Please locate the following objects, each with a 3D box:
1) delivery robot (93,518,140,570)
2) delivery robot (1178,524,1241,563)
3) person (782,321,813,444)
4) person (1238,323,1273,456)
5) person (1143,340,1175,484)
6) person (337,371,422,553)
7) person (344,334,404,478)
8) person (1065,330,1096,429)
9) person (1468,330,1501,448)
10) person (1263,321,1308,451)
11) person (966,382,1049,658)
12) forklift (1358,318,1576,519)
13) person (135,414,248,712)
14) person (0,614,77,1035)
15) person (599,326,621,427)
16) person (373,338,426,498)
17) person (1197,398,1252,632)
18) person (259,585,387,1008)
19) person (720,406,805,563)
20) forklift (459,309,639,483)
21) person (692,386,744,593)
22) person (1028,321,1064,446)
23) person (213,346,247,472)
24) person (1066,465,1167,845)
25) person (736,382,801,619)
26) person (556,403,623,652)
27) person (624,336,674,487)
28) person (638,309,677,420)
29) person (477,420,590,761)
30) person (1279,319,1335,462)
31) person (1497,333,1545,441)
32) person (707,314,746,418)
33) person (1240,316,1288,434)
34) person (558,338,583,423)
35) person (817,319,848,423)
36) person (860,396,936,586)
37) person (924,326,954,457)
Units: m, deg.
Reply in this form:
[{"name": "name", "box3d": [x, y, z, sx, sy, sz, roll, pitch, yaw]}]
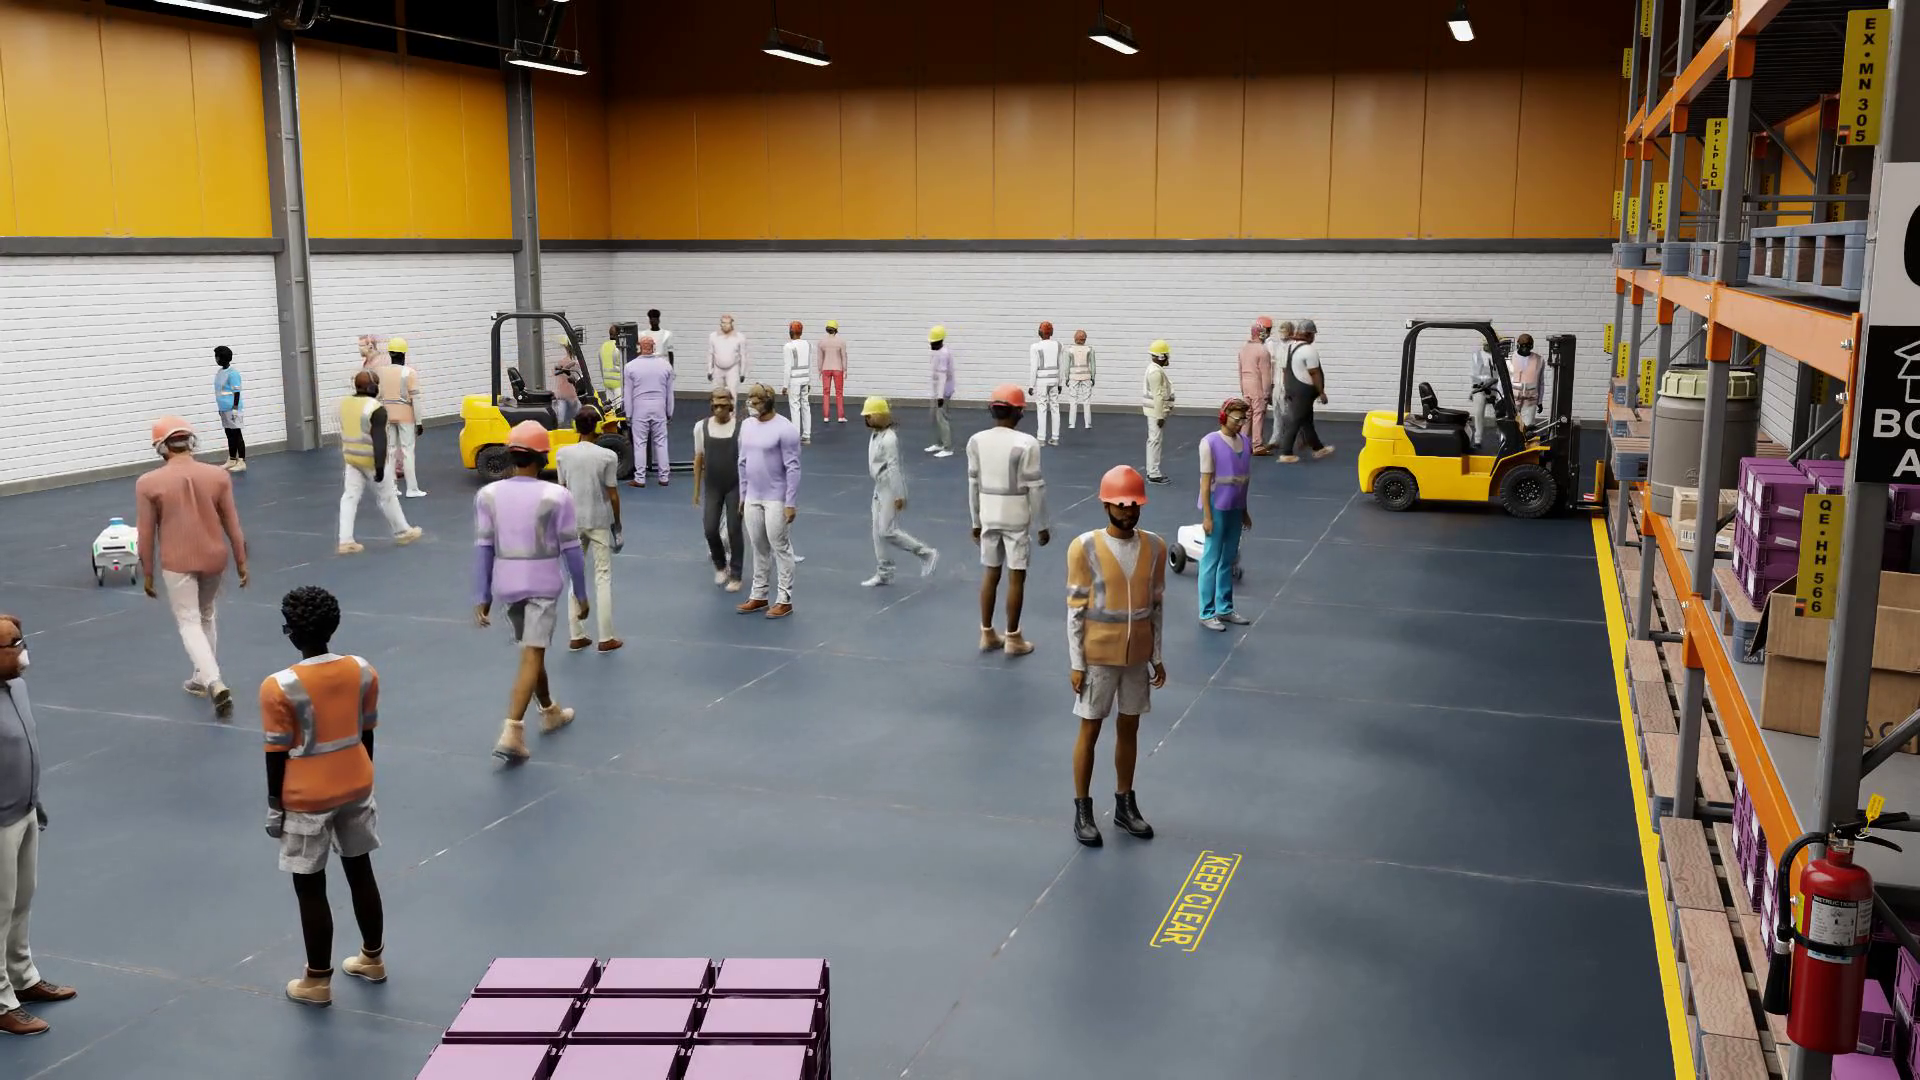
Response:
[{"name": "delivery robot", "box3d": [-7.640, 0.042, 15.103, 0.477, 0.478, 0.707, -4, 11, -20]}, {"name": "delivery robot", "box3d": [2.279, 0.023, 15.211, 0.477, 0.478, 0.707, -3, 11, -17]}, {"name": "person", "box3d": [-2.475, -2.380, 25.270, 0.356, 1.882, 0.574, 8, 13, 38]}, {"name": "person", "box3d": [4.293, -2.167, 24.007, 0.408, 1.905, 0.652, -5, 11, -25]}, {"name": "person", "box3d": [2.527, -1.625, 21.163, 0.404, 1.829, 0.607, 0, 10, 1]}, {"name": "person", "box3d": [-5.849, -0.783, 16.524, 0.636, 1.794, 0.953, 5, 11, 27]}, {"name": "person", "box3d": [-7.636, -1.709, 21.495, 0.826, 1.875, 0.667, -7, 12, -33]}, {"name": "person", "box3d": [1.980, -2.637, 27.401, 0.514, 1.641, 0.308, 0, 10, 2]}, {"name": "person", "box3d": [7.869, -2.249, 24.724, 0.601, 1.813, 0.650, 7, 12, 35]}, {"name": "person", "box3d": [4.832, -2.259, 24.477, 0.720, 1.925, 0.636, -2, 10, -13]}, {"name": "person", "box3d": [0.346, -0.146, 12.272, 0.621, 2.027, 0.432, 7, 12, 34]}, {"name": "forklift", "box3d": [5.787, -1.437, 19.079, 2.313, 2.155, 1.214, 3, 11, 19]}, {"name": "person", "box3d": [-4.988, 0.152, 10.870, 0.930, 1.945, 0.640, 10, 14, 43]}, {"name": "person", "box3d": [-3.692, 1.086, 6.449, 0.280, 1.633, 0.507, -2, 10, -9]}, {"name": "person", "box3d": [-5.147, -2.319, 25.062, 0.621, 1.838, 0.429, 9, 13, 40]}, {"name": "person", "box3d": [-6.722, -1.459, 19.957, 0.595, 1.925, 0.375, 2, 10, 12]}, {"name": "person", "box3d": [2.091, -0.214, 13.197, 0.563, 1.838, 0.388, -10, 14, -44]}, {"name": "person", "box3d": [-2.549, 1.018, 6.680, 0.321, 1.689, 0.530, 6, 11, 29]}, {"name": "person", "box3d": [-1.962, -0.552, 15.829, 0.888, 1.584, 0.571, 3, 10, 16]}, {"name": "forklift", "box3d": [-5.354, -1.902, 21.697, 2.313, 2.155, 1.214, -2, 10, -13]}, {"name": "person", "box3d": [-2.069, -0.435, 14.492, 0.582, 1.821, 0.416, 1, 10, 5]}, {"name": "person", "box3d": [1.301, -2.354, 25.120, 0.573, 1.883, 0.354, -5, 11, -27]}, {"name": "person", "box3d": [-9.803, -1.759, 22.307, 0.531, 1.692, 0.320, 10, 14, 43]}, {"name": "person", "box3d": [0.806, 0.579, 8.446, 0.545, 1.939, 0.374, -4, 11, -19]}, {"name": "person", "box3d": [-1.565, -0.326, 13.562, 0.628, 1.933, 0.377, 8, 13, 39]}, {"name": "person", "box3d": [-2.762, -0.083, 12.426, 0.500, 1.858, 0.328, 2, 10, 10]}, {"name": "person", "box3d": [-3.914, -1.616, 20.923, 0.639, 1.900, 0.401, -5, 11, -25]}, {"name": "person", "box3d": [-5.128, -2.941, 28.203, 0.631, 1.964, 0.364, -1, 10, -7]}, {"name": "person", "box3d": [-2.587, 0.287, 9.950, 0.626, 2.002, 1.048, 2, 10, 13]}, {"name": "person", "box3d": [4.910, -2.110, 23.300, 1.000, 2.000, 0.693, -2, 10, -12]}, {"name": "person", "box3d": [7.601, -1.876, 22.553, 0.620, 1.842, 0.429, 1, 10, 7]}, {"name": "person", "box3d": [-3.884, -2.829, 27.774, 0.662, 1.890, 0.513, 1, 10, 6]}, {"name": "person", "box3d": [4.961, -2.634, 26.635, 0.923, 1.907, 0.552, 1, 10, 3]}, {"name": "person", "box3d": [-5.607, -2.092, 24.118, 0.955, 1.707, 0.538, -9, 14, -43]}, {"name": "person", "box3d": [-2.173, -2.881, 28.416, 0.523, 1.769, 0.321, 2, 10, 9]}, {"name": "person", "box3d": [-0.586, -0.429, 14.768, 0.607, 1.716, 0.500, -4, 11, -19]}, {"name": "person", "box3d": [-0.289, -2.123, 23.802, 0.428, 1.889, 0.672, -1, 10, -8]}]
